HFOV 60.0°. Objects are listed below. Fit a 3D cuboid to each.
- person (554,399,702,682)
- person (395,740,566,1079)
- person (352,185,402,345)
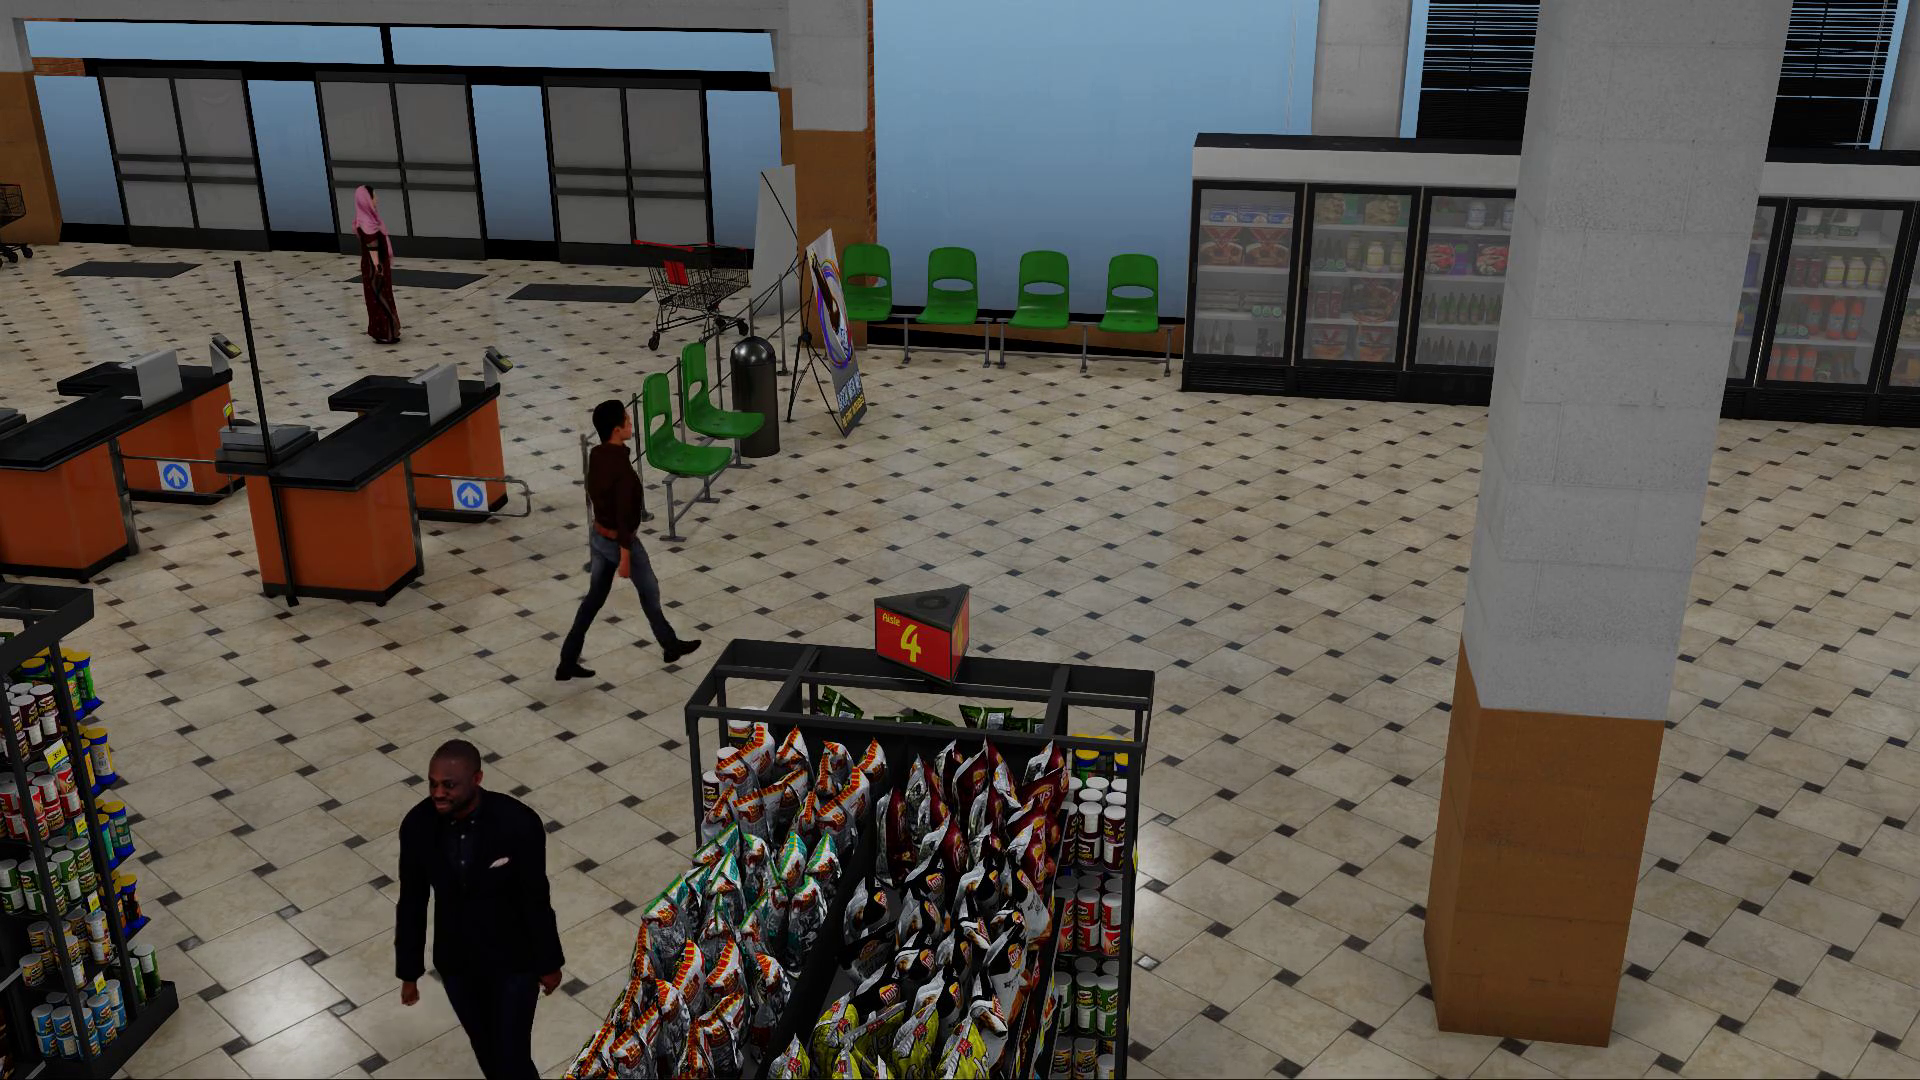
[{"bbox_3d":[-2.128,0.061,9.867,1.251,1.731,1.158,-16,27,-34],"label":"person"},{"bbox_3d":[-1.702,1.507,6.165,0.736,1.808,0.681,4,22,11],"label":"person"},{"bbox_3d":[-6.076,-2.864,17.273,0.815,1.637,0.696,-6,23,-15],"label":"person"}]
